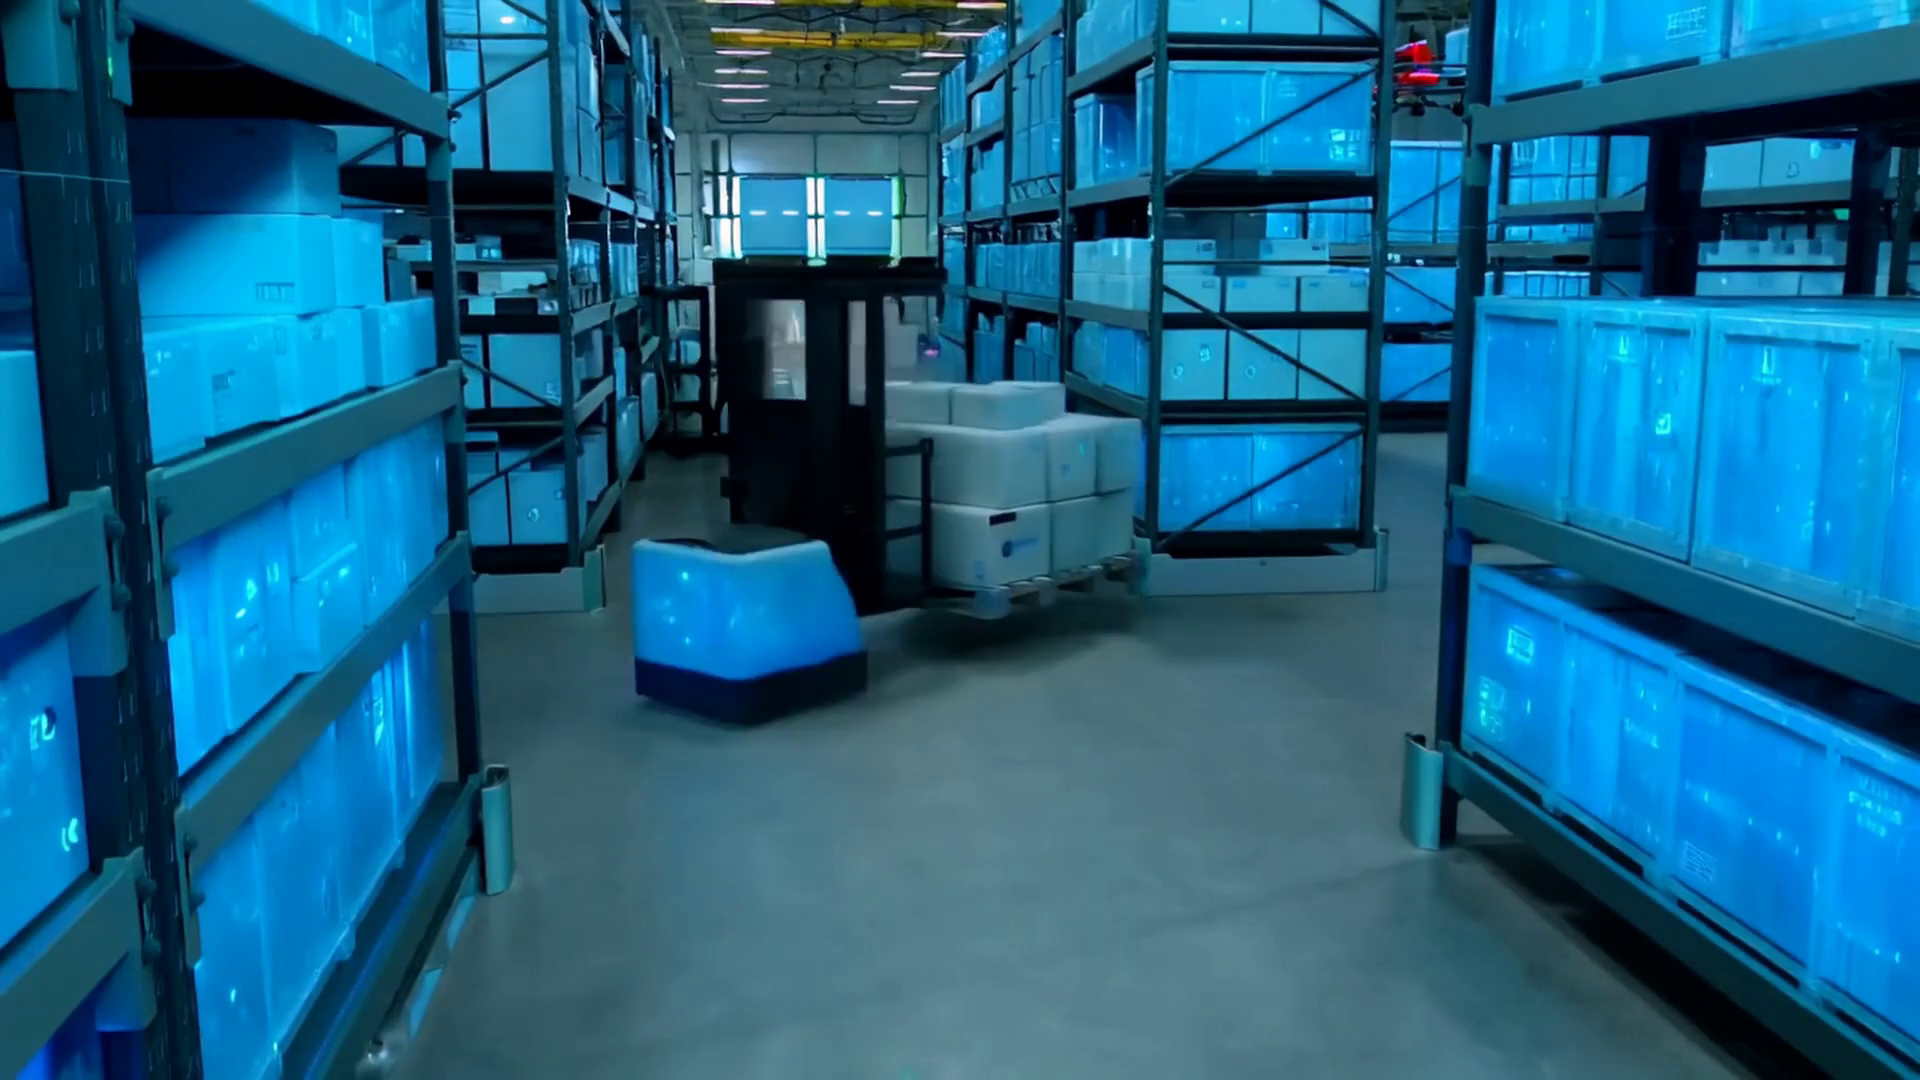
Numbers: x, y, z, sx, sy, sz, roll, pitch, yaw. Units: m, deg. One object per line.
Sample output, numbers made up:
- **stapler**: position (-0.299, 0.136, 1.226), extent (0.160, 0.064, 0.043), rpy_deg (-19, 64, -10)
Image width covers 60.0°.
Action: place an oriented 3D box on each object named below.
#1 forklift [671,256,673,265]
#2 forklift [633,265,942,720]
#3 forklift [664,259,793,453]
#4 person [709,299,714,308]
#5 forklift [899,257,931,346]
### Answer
- **forklift**: position (-10.987, -9.066, 61.344), extent (1.129, 2.768, 1.873), rpy_deg (-1, 10, -7)
- **forklift**: position (-1.145, -0.402, 10.909), extent (1.129, 2.768, 1.873), rpy_deg (8, 13, 39)
- **forklift**: position (-3.401, -2.719, 24.395), extent (1.873, 2.768, 1.129), rpy_deg (-1, 10, -7)
- **person**: position (-7.112, -6.080, 47.626), extent (0.566, 1.619, 0.529), rpy_deg (3, 10, 17)
- **forklift**: position (-1.335, -7.260, 50.832), extent (1.129, 2.768, 1.873), rpy_deg (-2, 10, -10)
